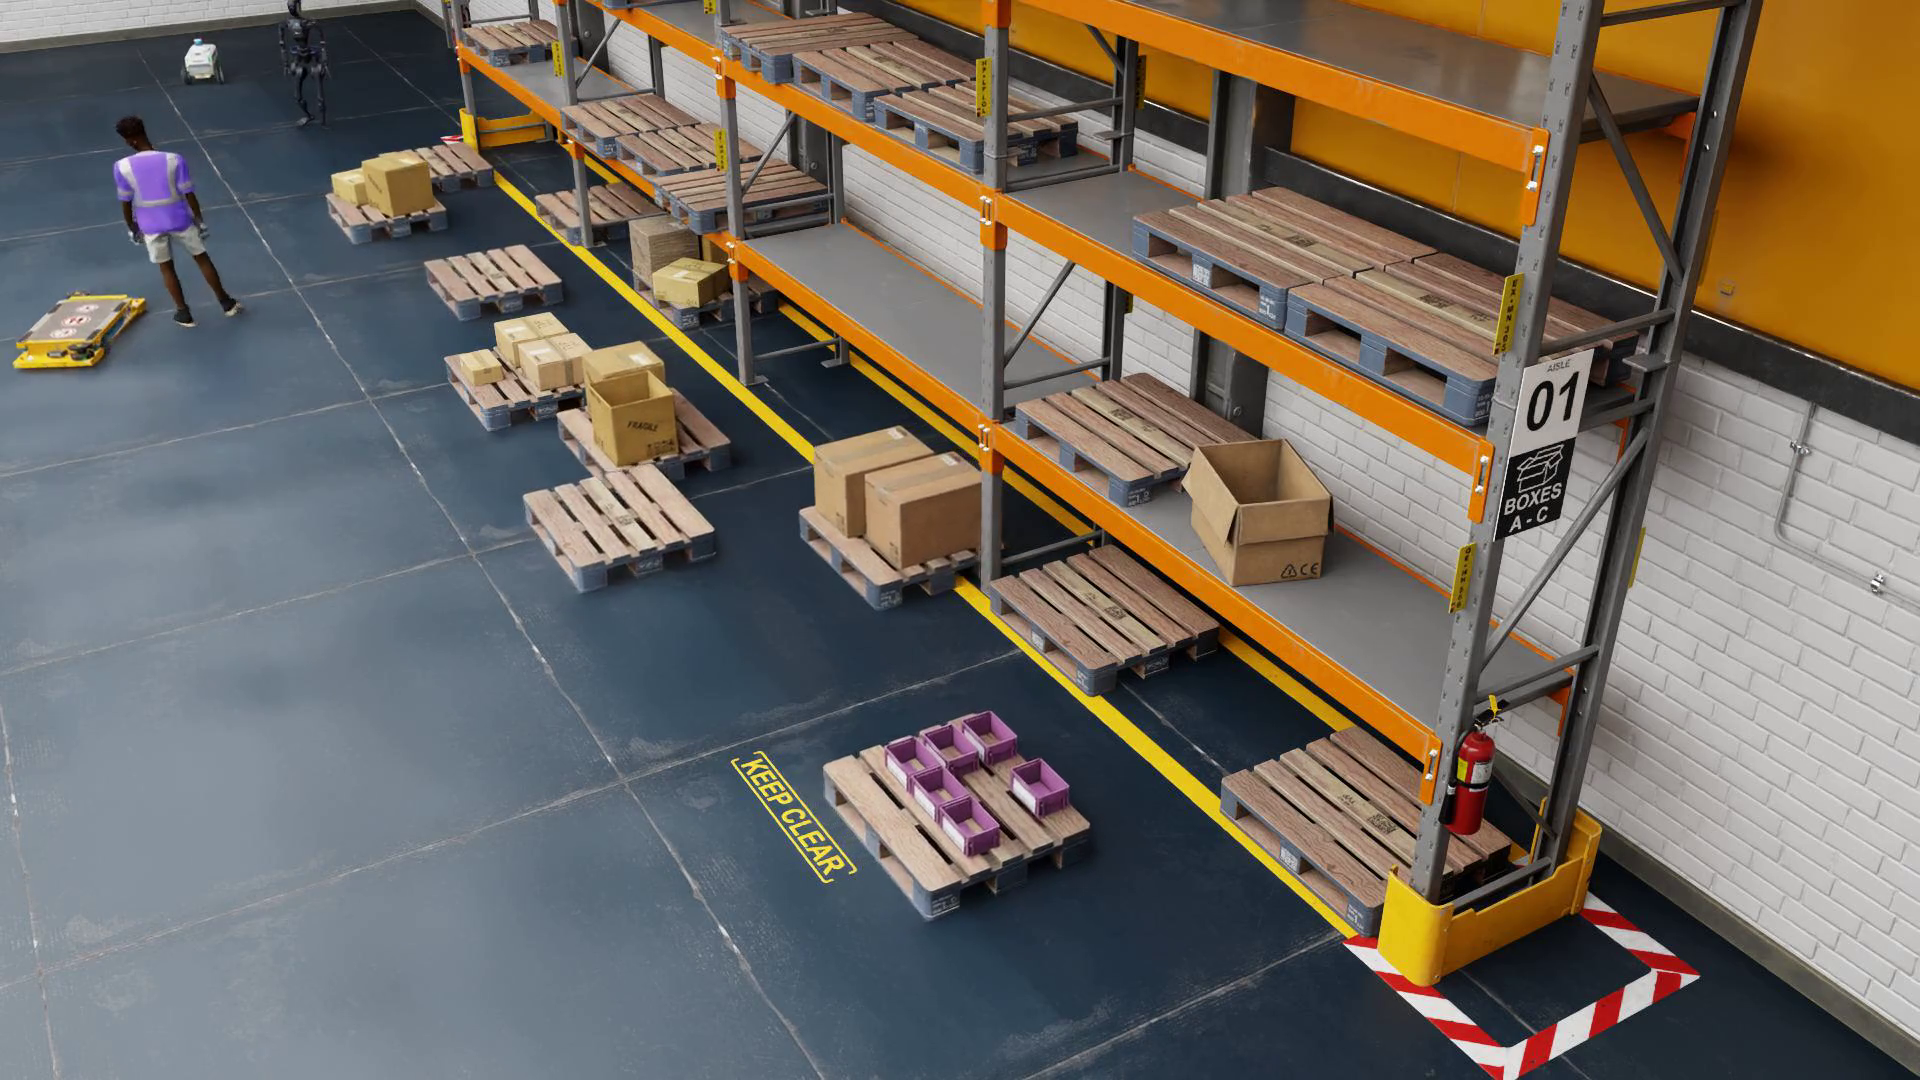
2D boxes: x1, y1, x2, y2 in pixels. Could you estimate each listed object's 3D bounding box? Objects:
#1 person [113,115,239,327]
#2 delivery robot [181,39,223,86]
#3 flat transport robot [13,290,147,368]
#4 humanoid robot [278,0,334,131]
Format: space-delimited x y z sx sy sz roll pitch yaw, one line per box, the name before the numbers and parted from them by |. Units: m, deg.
person | -7.141 -2.877 15.025 0.745 1.932 0.408 -12 32 -21
delivery robot | -10.494 -6.628 23.030 0.499 0.581 0.774 -8 30 -13
flat transport robot | -7.925 -1.908 15.000 0.659 0.231 1.431 -3 30 -5
humanoid robot | -8.121 -5.947 20.711 0.610 1.645 0.492 -2 30 -3
